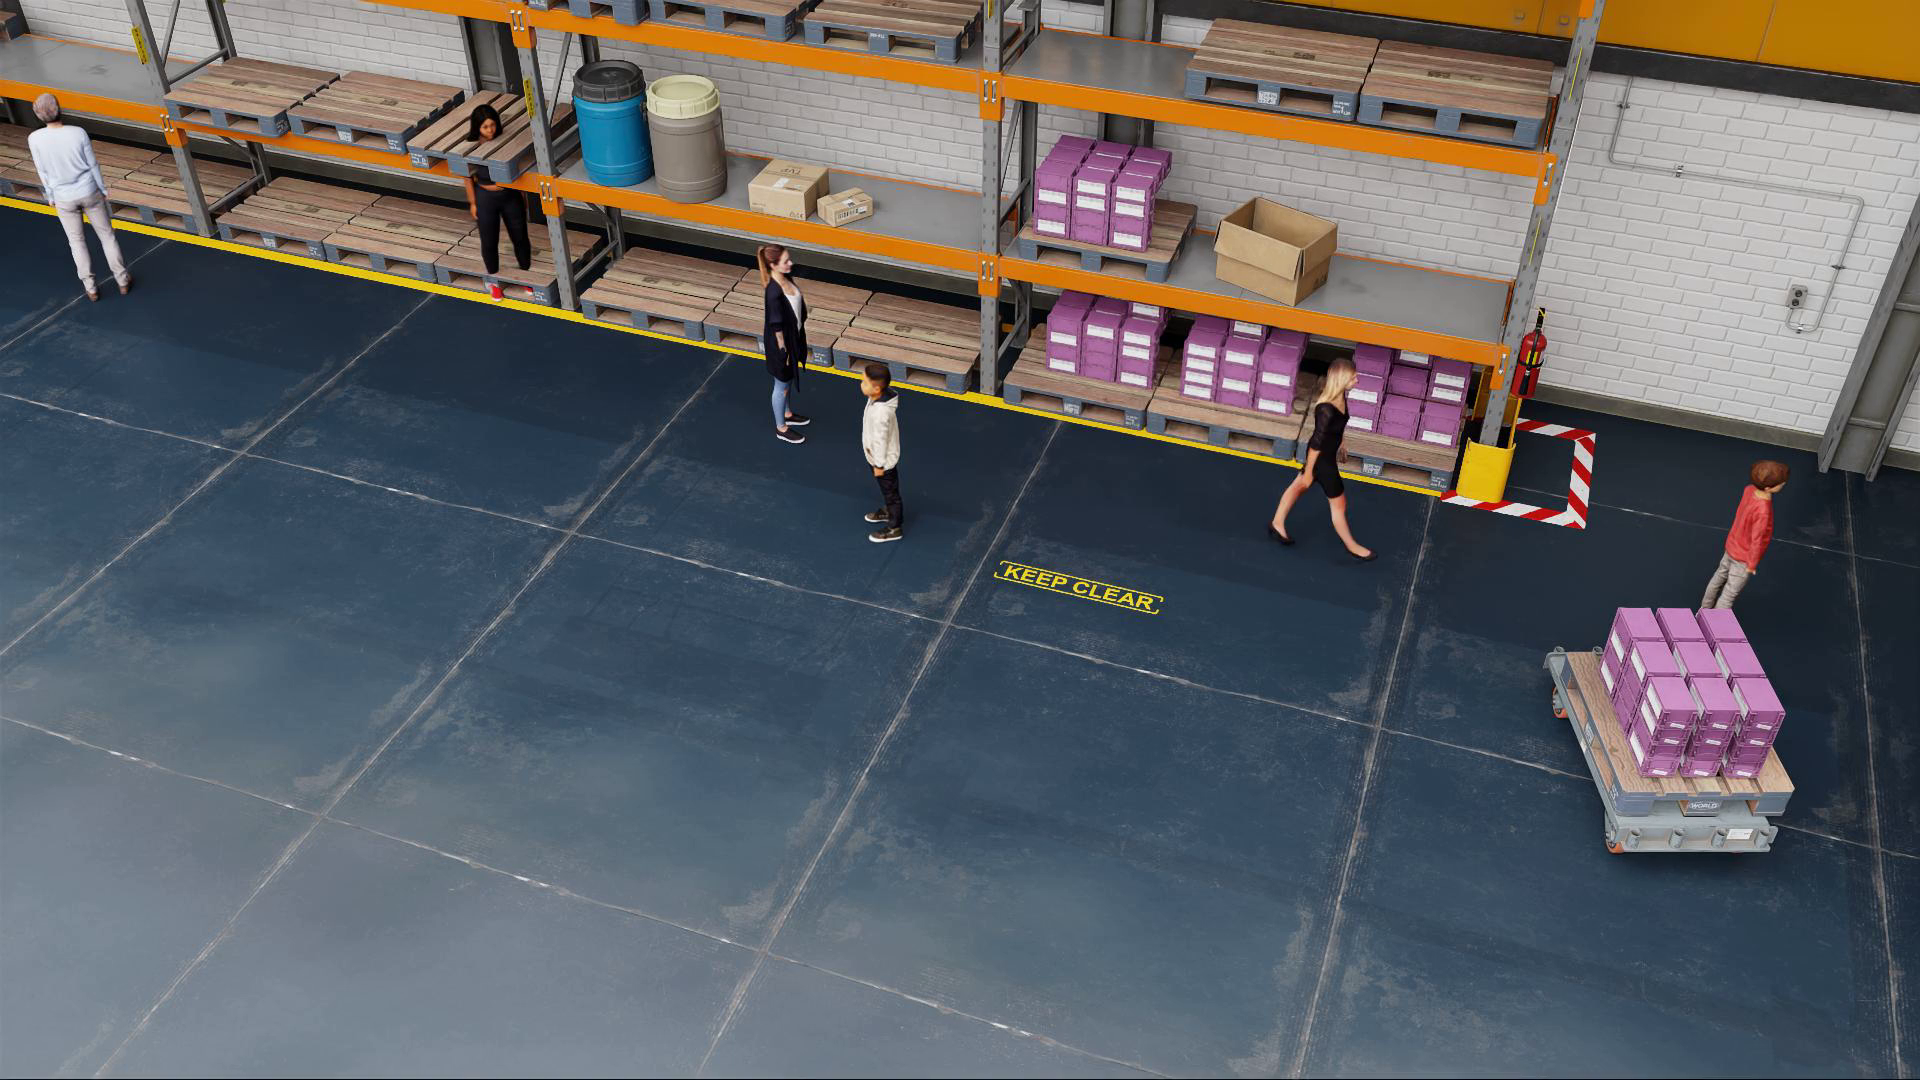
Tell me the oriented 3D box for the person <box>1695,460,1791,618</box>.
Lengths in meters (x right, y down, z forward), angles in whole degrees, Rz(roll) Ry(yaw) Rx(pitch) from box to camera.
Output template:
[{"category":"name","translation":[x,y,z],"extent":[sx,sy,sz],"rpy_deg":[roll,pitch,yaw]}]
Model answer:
[{"category":"person","translation":[5.261,0.052,11.182],"extent":[0.570,1.416,0.572],"rpy_deg":[2,39,3]}]

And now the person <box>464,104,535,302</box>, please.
[{"category":"person","translation":[-4.080,-3.002,14.689],"extent":[0.768,1.813,0.839],"rpy_deg":[-14,41,-16]}]

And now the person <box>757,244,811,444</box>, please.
[{"category":"person","translation":[-1.385,-1.549,12.973],"extent":[0.623,1.684,0.671],"rpy_deg":[5,39,7]}]

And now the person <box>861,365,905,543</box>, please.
[{"category":"person","translation":[-0.546,-0.650,12.033],"extent":[0.649,1.452,0.647],"rpy_deg":[-6,39,-7]}]

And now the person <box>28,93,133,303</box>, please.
[{"category":"person","translation":[-7.766,-3.022,14.649],"extent":[0.733,1.893,0.798],"rpy_deg":[-15,41,-18]}]

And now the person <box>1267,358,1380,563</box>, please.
[{"category":"person","translation":[2.477,-0.573,11.791],"extent":[1.036,1.633,0.570],"rpy_deg":[14,41,17]}]
